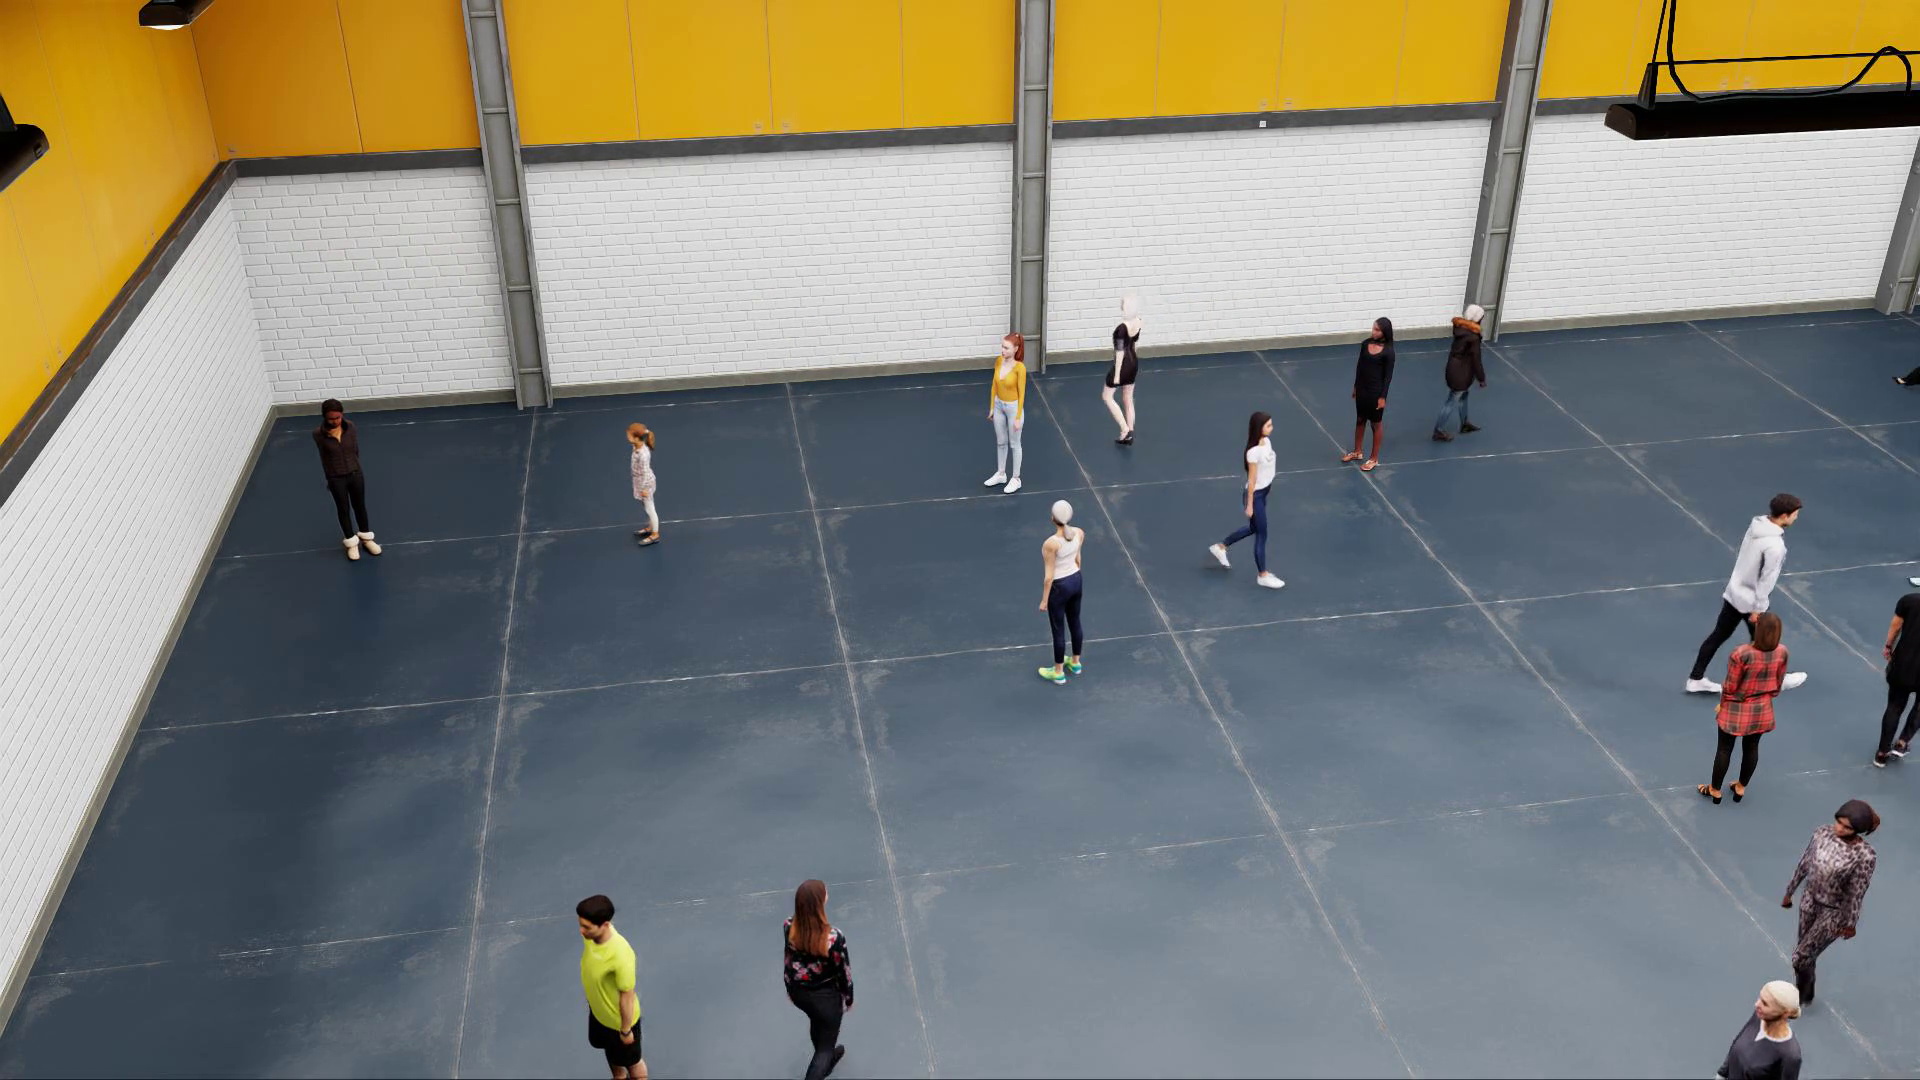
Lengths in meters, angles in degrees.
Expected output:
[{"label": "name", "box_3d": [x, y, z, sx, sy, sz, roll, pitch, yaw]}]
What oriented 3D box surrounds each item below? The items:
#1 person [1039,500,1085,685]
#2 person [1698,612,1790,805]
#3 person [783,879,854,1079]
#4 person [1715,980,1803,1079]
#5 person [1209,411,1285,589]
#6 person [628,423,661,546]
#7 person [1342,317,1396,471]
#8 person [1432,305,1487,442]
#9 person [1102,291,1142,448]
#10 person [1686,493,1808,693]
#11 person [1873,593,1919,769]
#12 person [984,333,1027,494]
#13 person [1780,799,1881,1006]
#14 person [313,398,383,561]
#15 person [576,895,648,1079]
[{"label": "person", "box_3d": [0.898, 0.438, 14.273, 0.637, 1.703, 0.745, -22, 36, -35]}, {"label": "person", "box_3d": [6.019, 1.280, 12.731, 0.511, 1.702, 0.687, -2, 29, -4]}, {"label": "person", "box_3d": [-0.896, 2.786, 10.017, 1.055, 1.657, 1.019, 13, 31, 22]}, {"label": "person", "box_3d": [4.552, 3.144, 9.333, 1.181, 1.684, 0.795, 1, 29, 3]}, {"label": "person", "box_3d": [2.733, -0.400, 15.754, 1.110, 1.756, 0.960, 12, 31, 21]}, {"label": "person", "box_3d": [-3.132, -0.581, 16.552, 0.537, 1.311, 0.551, -9, 30, -15]}, {"label": "person", "box_3d": [4.460, -1.603, 17.995, 0.659, 1.722, 0.682, -18, 34, -30]}, {"label": "person", "box_3d": [5.508, -1.843, 18.548, 0.845, 1.614, 0.648, -2, 29, -4]}, {"label": "person", "box_3d": [1.893, -1.844, 18.336, 0.786, 1.819, 0.720, 21, 35, 33]}, {"label": "person", "box_3d": [6.521, 0.500, 13.984, 1.231, 1.872, 0.827, 0, 29, -1]}, {"label": "person", "box_3d": [7.523, 1.003, 13.085, 0.839, 1.850, 0.890, 20, 34, 32]}, {"label": "person", "box_3d": [0.513, -1.355, 17.511, 0.685, 1.751, 0.733, 23, 36, 36]}, {"label": "person", "box_3d": [5.657, 2.363, 10.746, 0.701, 1.702, 0.669, -10, 30, -17]}, {"label": "person", "box_3d": [-6.033, -0.636, 16.287, 0.674, 1.660, 0.740, 3, 29, 5]}, {"label": "person", "box_3d": [-2.069, 2.780, 9.976, 0.712, 1.706, 0.711, -23, 36, -35]}]
